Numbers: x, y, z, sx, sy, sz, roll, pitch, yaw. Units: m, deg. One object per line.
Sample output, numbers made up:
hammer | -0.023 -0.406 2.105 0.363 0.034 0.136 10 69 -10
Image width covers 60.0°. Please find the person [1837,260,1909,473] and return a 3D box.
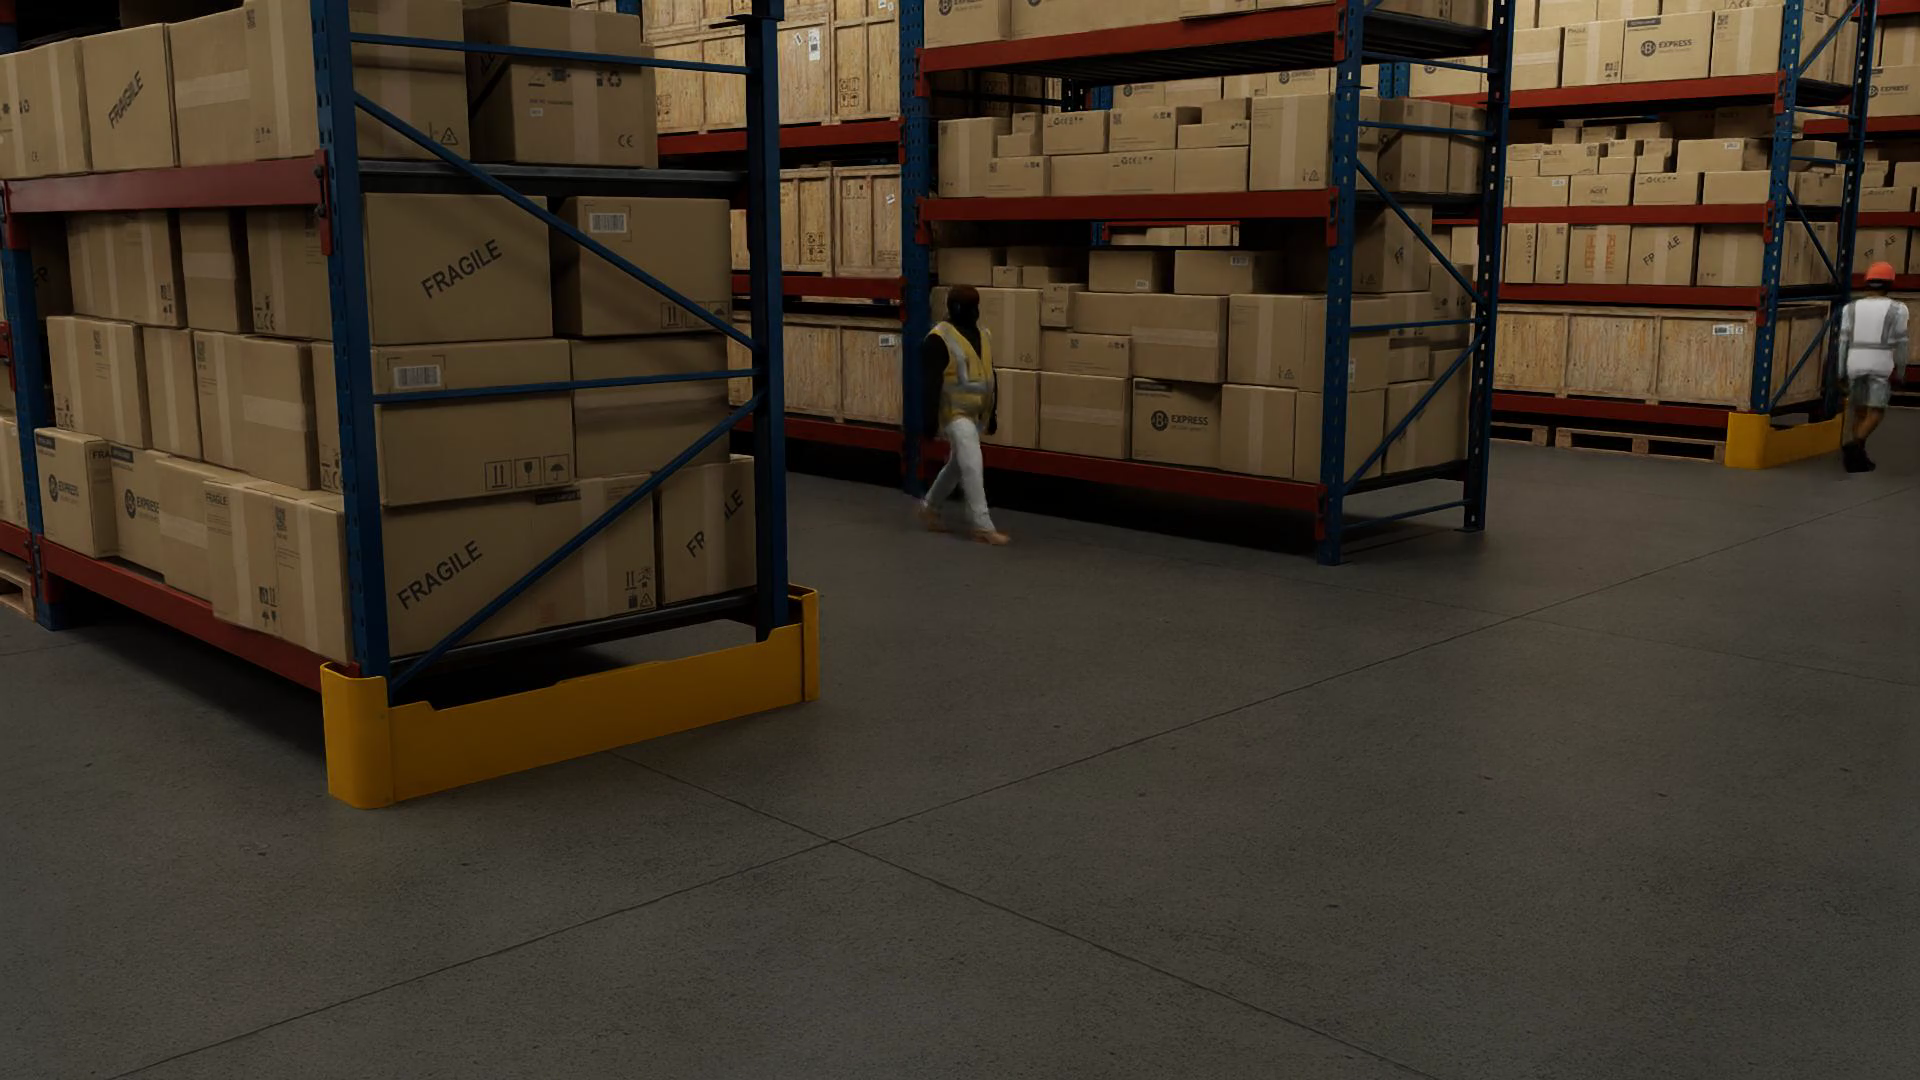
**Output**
person | 8.067 -1.522 14.790 0.775 1.918 0.556 -9 14 -41

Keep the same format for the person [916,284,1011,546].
person | -0.007 -0.895 11.678 0.910 1.808 0.632 8 13 39
